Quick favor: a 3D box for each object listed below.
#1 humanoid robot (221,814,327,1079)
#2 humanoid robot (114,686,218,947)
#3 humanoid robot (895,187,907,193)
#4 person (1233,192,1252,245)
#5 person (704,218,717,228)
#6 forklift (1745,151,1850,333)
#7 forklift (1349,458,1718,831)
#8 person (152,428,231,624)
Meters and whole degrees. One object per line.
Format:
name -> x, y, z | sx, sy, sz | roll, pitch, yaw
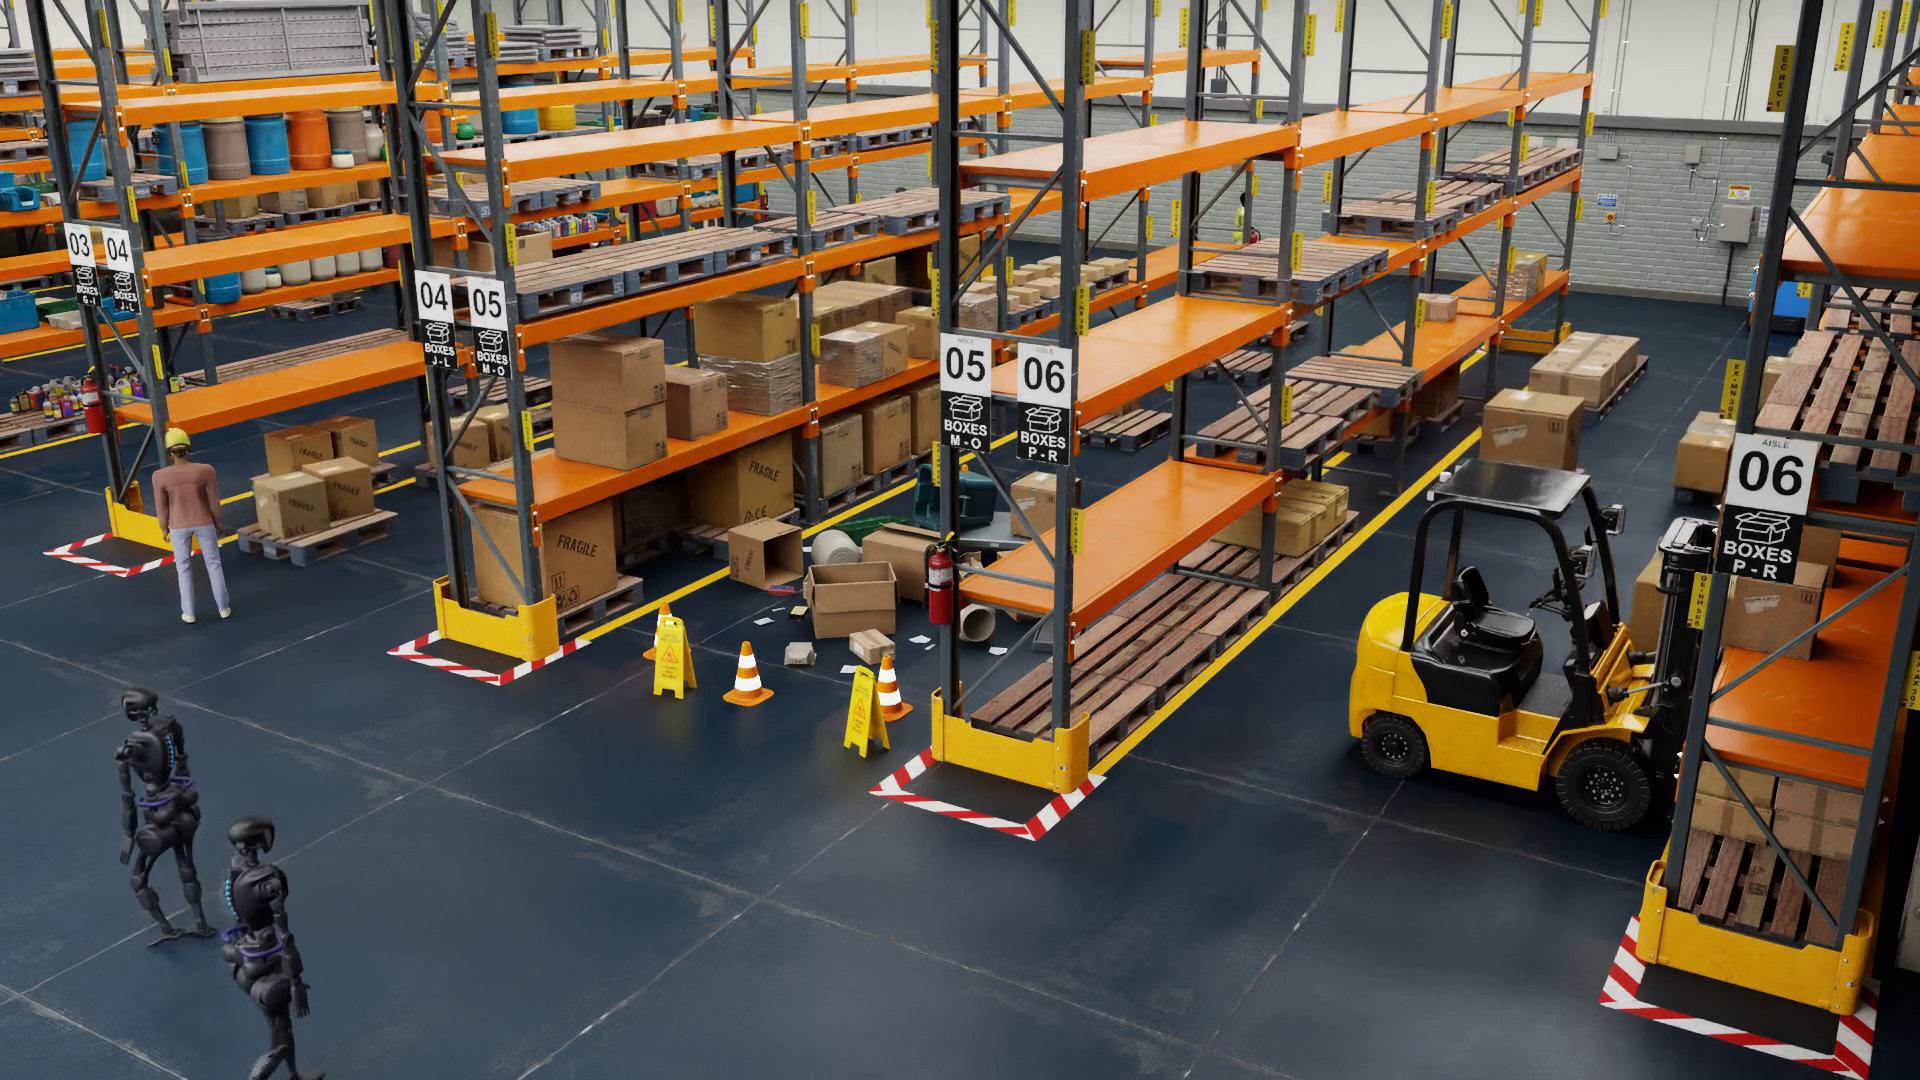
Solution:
humanoid robot -> -3.549, 2.139, 8.304 | 0.585, 1.641, 0.609 | 15, 24, 37
humanoid robot -> -4.687, 1.614, 9.792 | 0.370, 1.644, 0.585 | 4, 19, 11
humanoid robot -> -1.007, -5.825, 31.321 | 0.412, 1.637, 0.610 | -9, 21, -25
person -> 5.159, -5.510, 30.373 | 0.324, 1.686, 0.539 | -2, 19, -4
person -> -5.239, -7.062, 34.864 | 0.489, 1.688, 0.349 | -6, 20, -17
forklift -> 13.620, -4.667, 26.137 | 1.873, 2.768, 1.129 | 11, 22, 29
forklift -> 3.988, 0.658, 11.776 | 2.313, 2.155, 1.214 | 11, 22, 29
person -> -6.805, -0.130, 14.717 | 0.521, 1.760, 0.341 | -9, 21, -25
